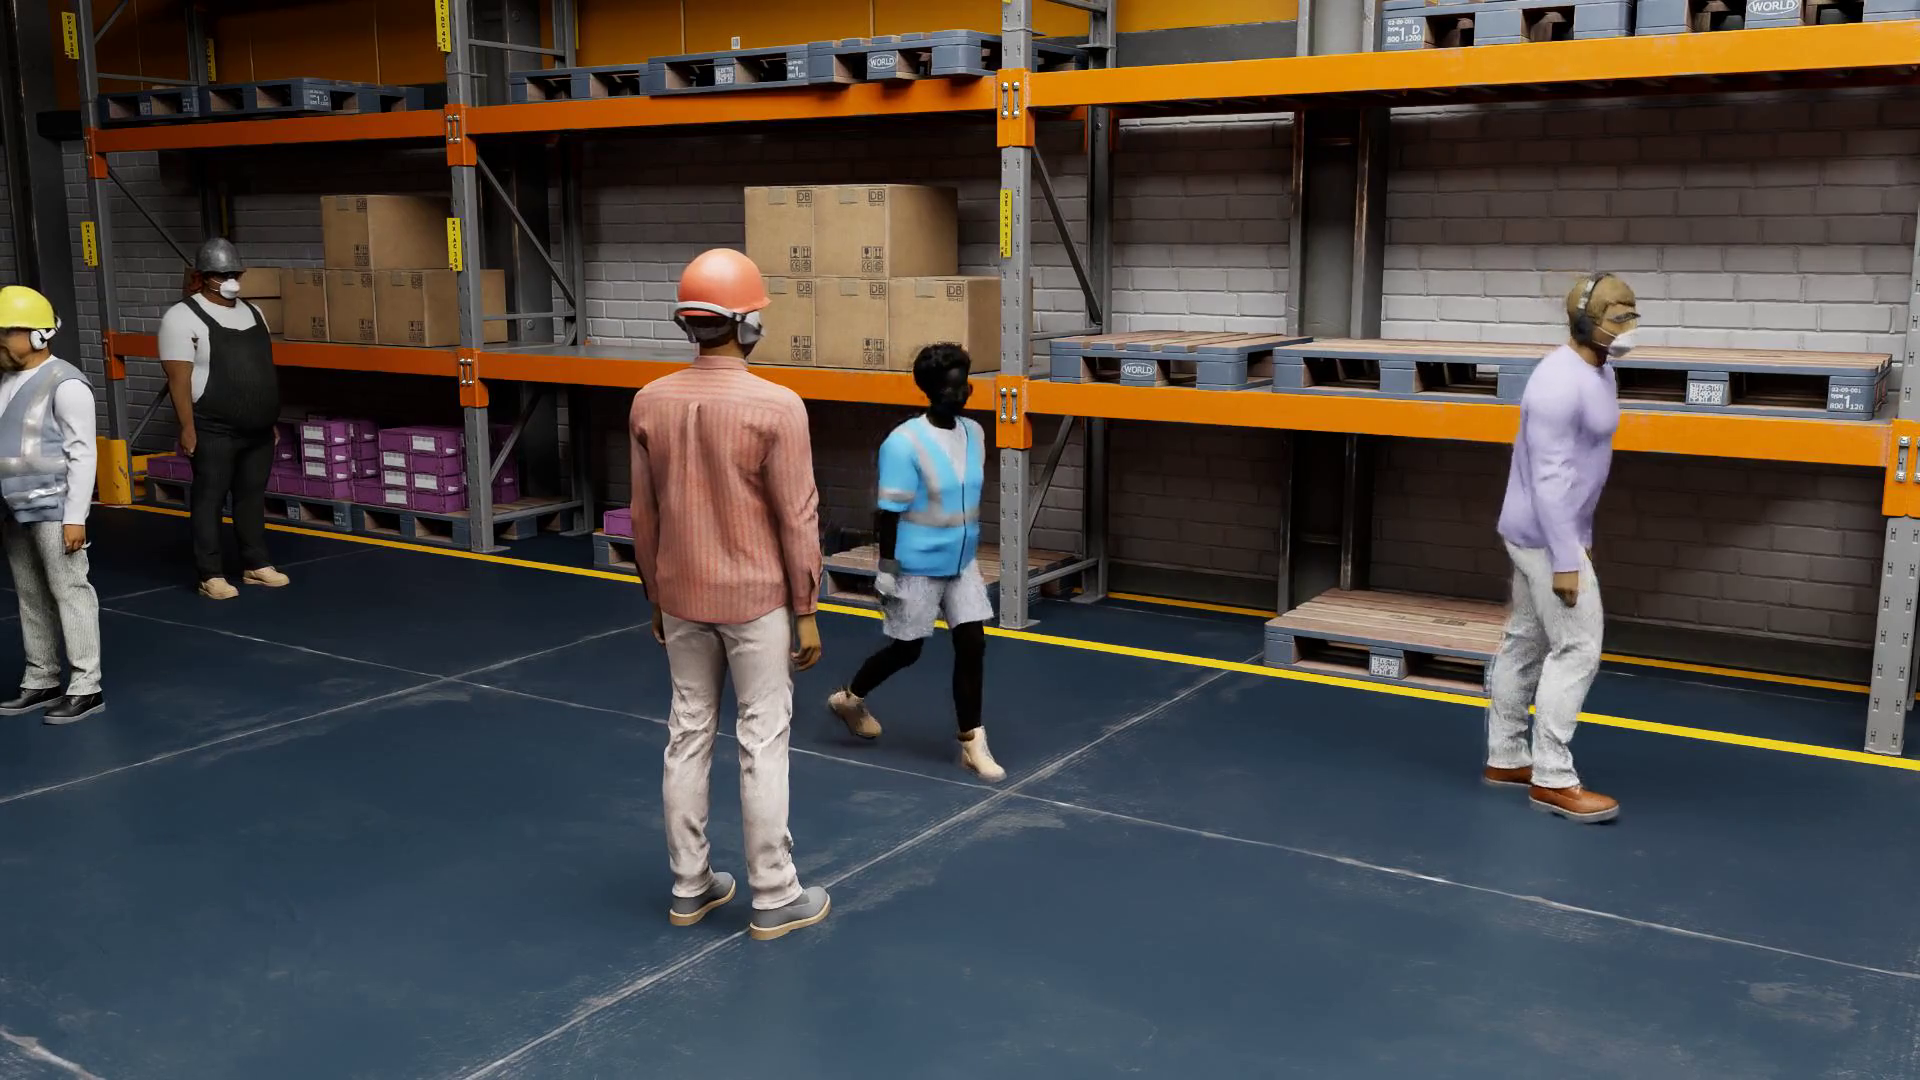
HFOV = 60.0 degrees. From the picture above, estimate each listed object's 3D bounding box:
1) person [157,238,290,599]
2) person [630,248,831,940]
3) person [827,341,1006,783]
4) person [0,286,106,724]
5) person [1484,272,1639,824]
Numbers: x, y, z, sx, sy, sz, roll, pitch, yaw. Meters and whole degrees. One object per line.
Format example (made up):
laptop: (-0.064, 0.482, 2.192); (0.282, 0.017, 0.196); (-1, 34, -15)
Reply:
person: (-4.141, -0.698, 9.499); (0.537, 2.000, 0.689); (5, 11, 24)
person: (-0.665, 0.167, 4.826); (0.612, 1.997, 0.375); (5, 11, 25)
person: (-0.163, 0.062, 6.335); (0.562, 1.660, 0.745); (-10, 14, -44)
person: (-3.886, -0.145, 7.003); (0.590, 1.835, 0.404); (5, 11, 26)
person: (2.148, 0.026, 5.864); (0.557, 1.915, 0.628); (5, 12, 28)
